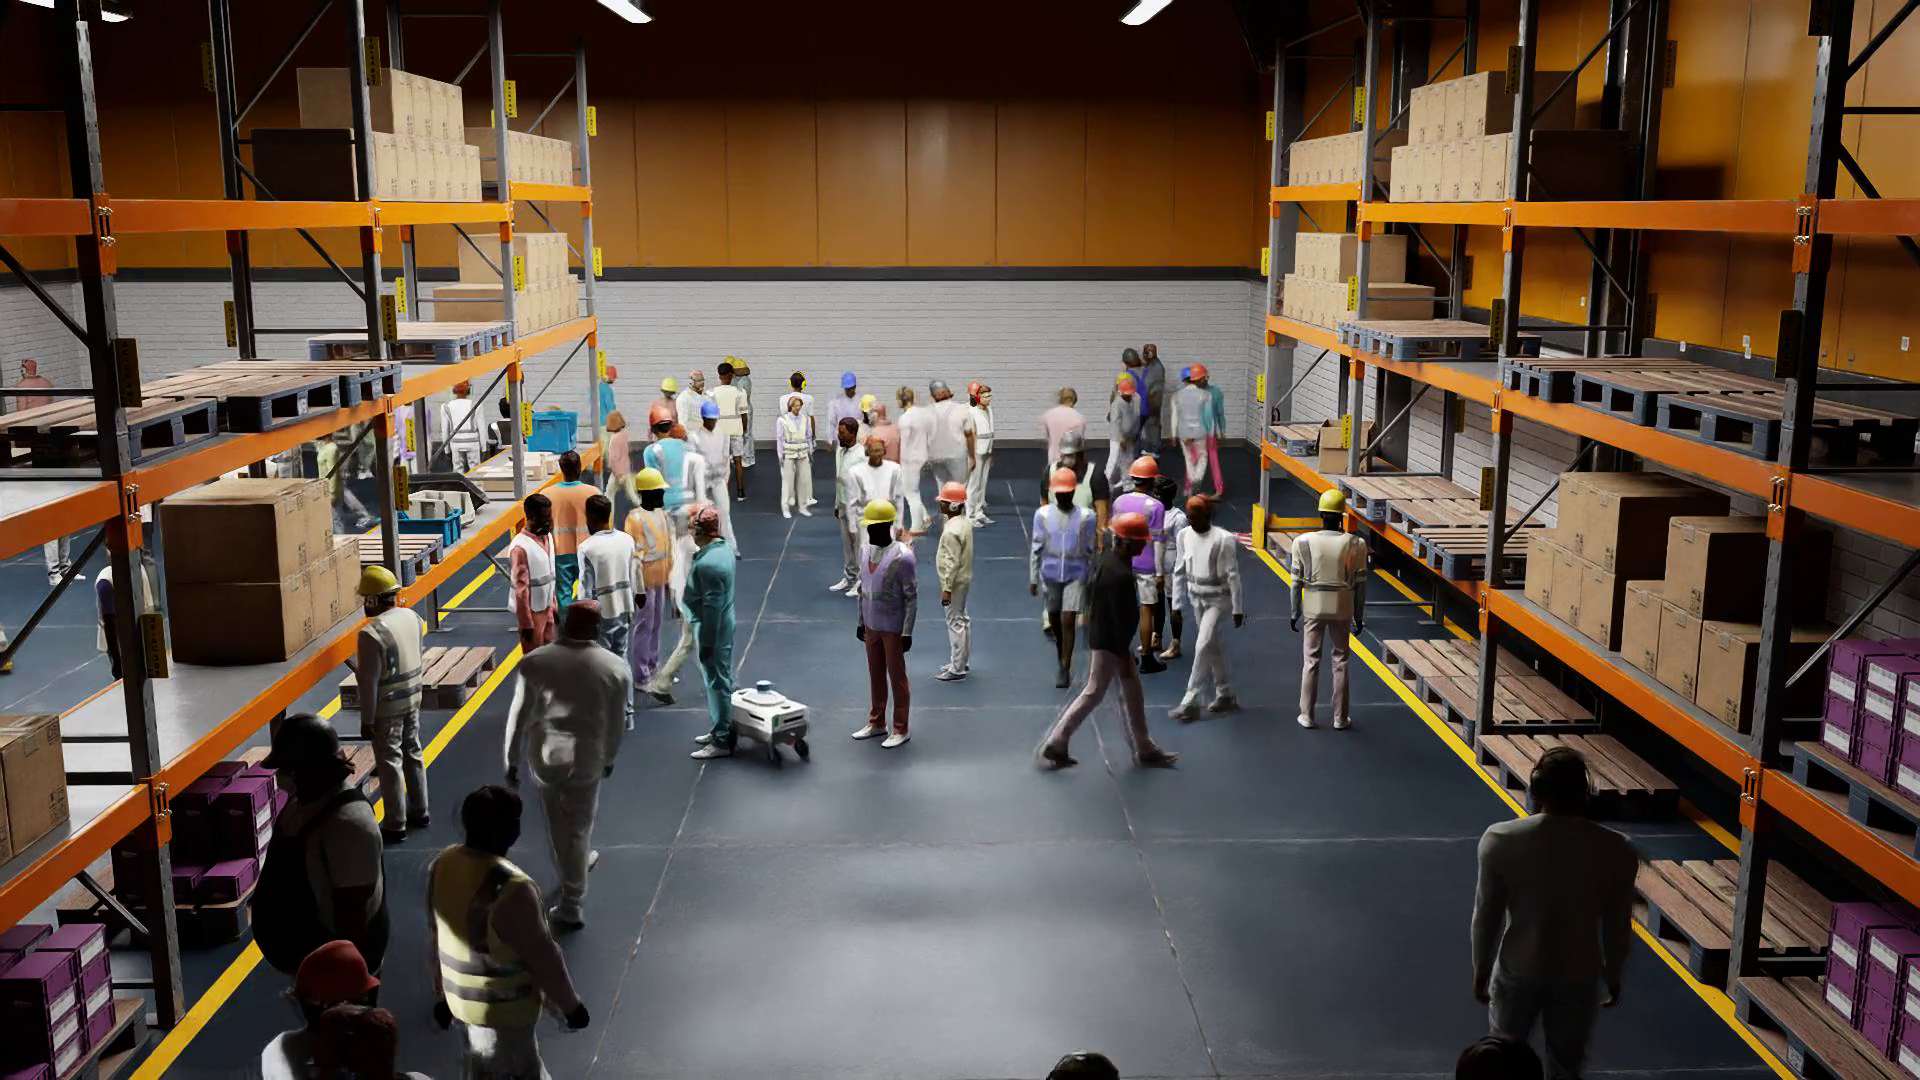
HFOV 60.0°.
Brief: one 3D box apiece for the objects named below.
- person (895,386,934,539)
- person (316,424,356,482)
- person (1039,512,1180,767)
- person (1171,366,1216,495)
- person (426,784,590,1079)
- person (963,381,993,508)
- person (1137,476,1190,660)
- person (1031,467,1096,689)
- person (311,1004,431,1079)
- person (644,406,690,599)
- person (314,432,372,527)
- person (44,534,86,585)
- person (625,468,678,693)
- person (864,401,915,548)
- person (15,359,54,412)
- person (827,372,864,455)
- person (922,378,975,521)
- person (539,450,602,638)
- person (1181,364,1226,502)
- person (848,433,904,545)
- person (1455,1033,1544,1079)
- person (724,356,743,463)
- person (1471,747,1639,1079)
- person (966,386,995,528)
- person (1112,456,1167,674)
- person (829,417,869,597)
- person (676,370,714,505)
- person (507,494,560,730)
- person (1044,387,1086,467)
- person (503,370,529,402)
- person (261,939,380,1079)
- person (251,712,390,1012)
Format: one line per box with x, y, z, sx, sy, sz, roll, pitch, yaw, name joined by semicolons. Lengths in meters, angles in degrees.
-0.616;-0.959;20.750;0.425;1.916;0.637;3;12;13;person
-8.556;-1.220;22.827;0.547;1.618;0.423;-6;13;-28;person
1.072;0.746;12.171;1.002;1.952;0.658;1;11;5;person
3.280;-1.491;23.499;0.643;1.897;0.624;4;12;17;person
-1.805;1.866;6.871;0.918;1.795;0.637;-11;16;-43;person
0.205;-1.318;22.962;0.572;1.749;0.341;-5;12;-24;person
1.879;0.247;15.270;0.320;1.692;0.531;-7;13;-32;person
0.910;0.280;14.585;0.555;1.909;0.889;2;11;10;person
-1.679;2.235;4.774;0.403;1.904;0.673;0;11;-2;person
-3.122;-0.396;17.623;0.394;2.040;0.609;8;14;34;person
-8.067;-0.983;21.447;0.878;1.693;0.525;-2;12;-12;person
-9.901;-0.376;18.268;0.294;1.744;0.486;0;11;0;person
-2.635;0.338;14.216;0.367;1.927;0.594;2;11;11;person
-0.862;-0.687;19.492;0.715;1.883;0.665;6;13;26;person
-13.703;-1.724;24.614;0.409;1.907;0.648;3;12;15;person
-1.519;-1.390;23.006;0.642;1.899;0.928;-1;11;-4;person
-0.165;-1.086;21.075;0.727;2.000;0.710;2;11;9;person
-3.543;0.138;15.261;0.588;1.915;0.398;-1;11;-4;person
3.435;-1.509;23.478;0.664;1.943;0.695;0;11;2;person
-0.847;-0.149;16.807;0.577;1.869;0.438;-2;11;-10;person
1.456;2.283;4.753;0.432;1.831;0.637;-3;12;-16;person
-3.703;-2.125;27.067;0.323;1.737;0.486;-7;13;-32;person
2.452;1.792;6.948;0.633;1.932;0.413;3;12;15;person
0.244;-1.091;21.595;0.373;1.843;0.571;6;13;27;person
1.608;0.218;14.800;0.547;1.937;0.379;10;15;42;person
-1.149;-0.365;17.770;0.379;1.918;0.596;-7;14;-33;person
-3.619;-1.398;22.979;0.401;1.906;0.650;6;13;27;person
-3.343;0.572;13.113;0.412;1.907;0.596;2;11;8;person
1.387;-0.989;21.007;0.619;1.884;0.978;7;13;33;person
-6.934;-1.881;26.090;0.506;1.631;0.277;6;13;29;person
-2.042;2.167;5.567;0.578;1.719;0.706;9;15;39;person
-2.732;1.700;7.105;0.535;2.000;0.683;-9;14;-38;person
